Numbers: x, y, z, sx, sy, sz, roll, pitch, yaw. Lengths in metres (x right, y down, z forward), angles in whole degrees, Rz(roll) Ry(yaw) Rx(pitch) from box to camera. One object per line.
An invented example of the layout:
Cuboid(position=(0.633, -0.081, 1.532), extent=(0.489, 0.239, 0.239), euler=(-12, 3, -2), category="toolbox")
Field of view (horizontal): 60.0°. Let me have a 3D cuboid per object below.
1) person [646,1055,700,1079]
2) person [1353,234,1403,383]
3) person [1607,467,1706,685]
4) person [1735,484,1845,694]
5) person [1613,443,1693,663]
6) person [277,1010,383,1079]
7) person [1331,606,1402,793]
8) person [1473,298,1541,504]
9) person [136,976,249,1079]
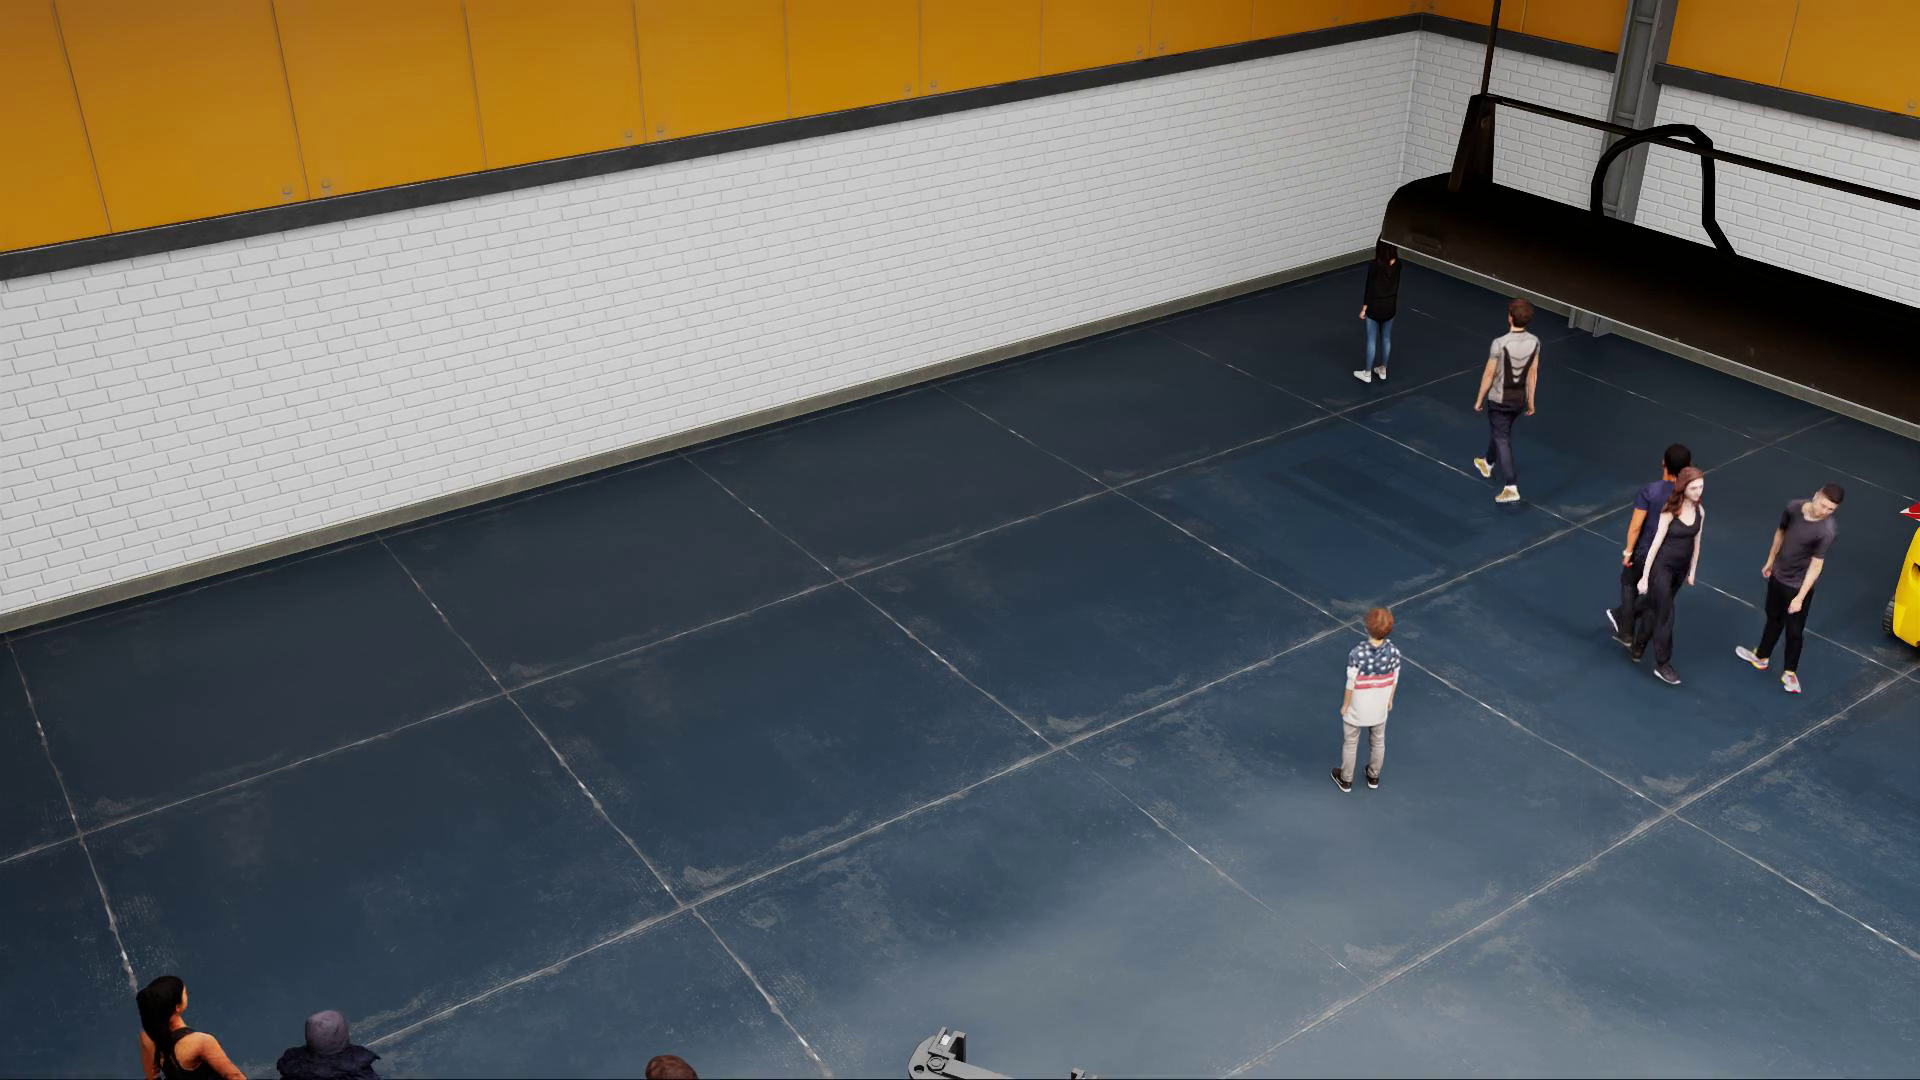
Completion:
Cuboid(position=(-1.192, 3.008, 7.358), extent=(0.820, 1.894, 0.787), euler=(9, 30, 15), category="person")
Cuboid(position=(4.475, -2.489, 17.695), extent=(0.624, 1.646, 0.601), euler=(-9, 30, -17), category="person")
Cuboid(position=(5.350, 0.192, 12.704), extent=(0.792, 1.719, 1.163), euler=(-11, 31, -20), category="person")
Cuboid(position=(6.266, 0.269, 12.548), extent=(0.933, 1.733, 0.667), euler=(0, 29, 1), category="person")
Cuboid(position=(5.343, 0.146, 12.730), extent=(0.778, 1.775, 0.832), euler=(4, 29, 7), category="person")
Cuboid(position=(-2.893, 2.931, 7.741), extent=(0.802, 1.662, 0.841), euler=(0, 29, 0), category="person")
Cuboid(position=(2.791, 1.080, 11.368), extent=(0.587, 1.439, 0.604), euler=(-4, 29, -7), category="person")
Cuboid(position=(5.038, -1.226, 15.168), extent=(0.981, 1.849, 1.317), euler=(-6, 29, -11), category="person")
Cuboid(position=(-3.709, 2.801, 7.996), extent=(0.969, 1.646, 0.956), euler=(11, 30, 19), category="person")
